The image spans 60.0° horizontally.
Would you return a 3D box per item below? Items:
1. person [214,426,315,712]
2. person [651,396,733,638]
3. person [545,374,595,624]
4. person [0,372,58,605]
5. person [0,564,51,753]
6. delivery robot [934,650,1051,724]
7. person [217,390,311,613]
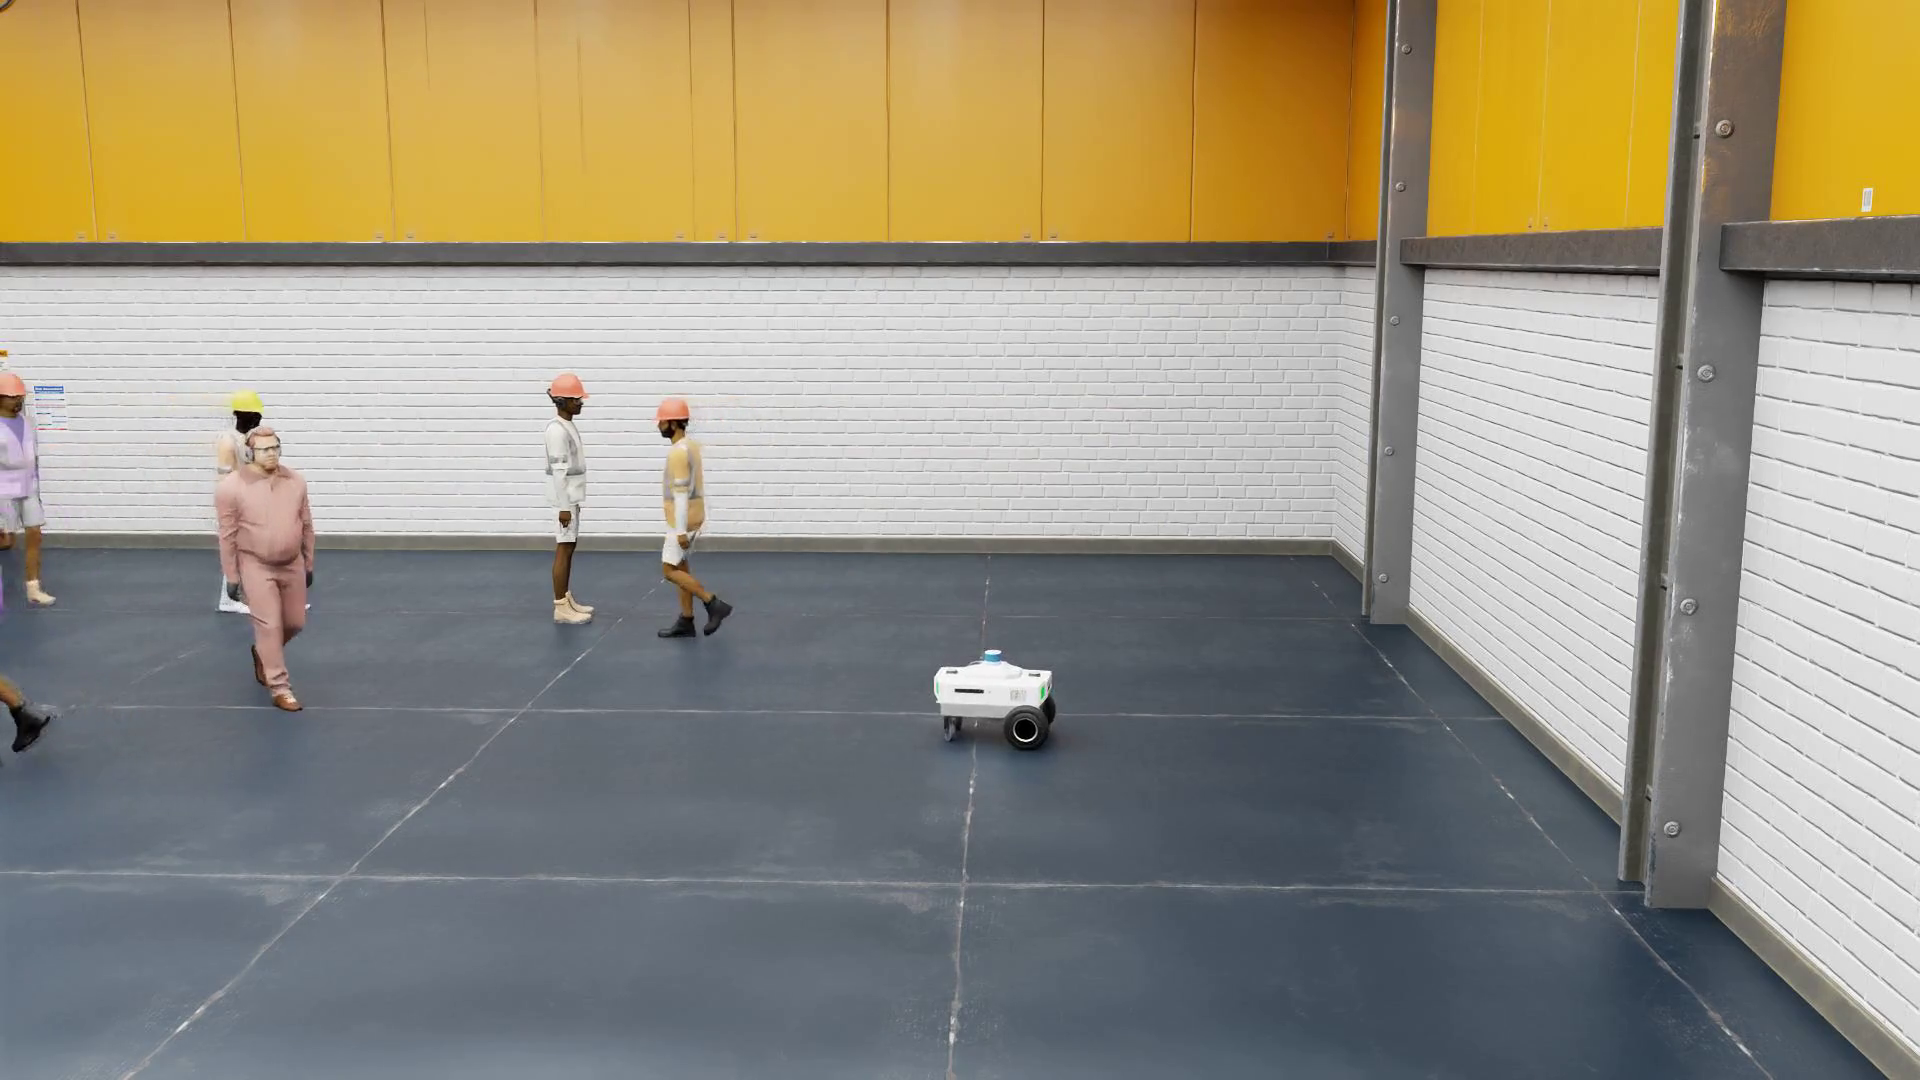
[{"bbox_3d":[-4.633,0.169,11.115,0.749,1.886,0.650,8,12,39],"label":"person"},{"bbox_3d":[-2.111,-0.156,12.922,0.537,1.923,0.551,0,10,2],"label":"person"},{"bbox_3d":[-3.189,-0.340,13.625,0.383,2.041,0.616,-1,10,-6],"label":"person"},{"bbox_3d":[-8.208,-0.438,14.301,0.789,2.021,0.604,4,10,20],"label":"person"},{"bbox_3d":[-5.706,0.400,9.635,0.496,1.925,0.573,-2,10,-12],"label":"person"},{"bbox_3d":[0.200,0.926,10.290,0.707,0.478,0.477,1,10,8],"label":"delivery robot"},{"bbox_3d":[-5.818,-0.295,13.818,0.919,1.890,0.606,0,10,-2],"label":"person"}]
